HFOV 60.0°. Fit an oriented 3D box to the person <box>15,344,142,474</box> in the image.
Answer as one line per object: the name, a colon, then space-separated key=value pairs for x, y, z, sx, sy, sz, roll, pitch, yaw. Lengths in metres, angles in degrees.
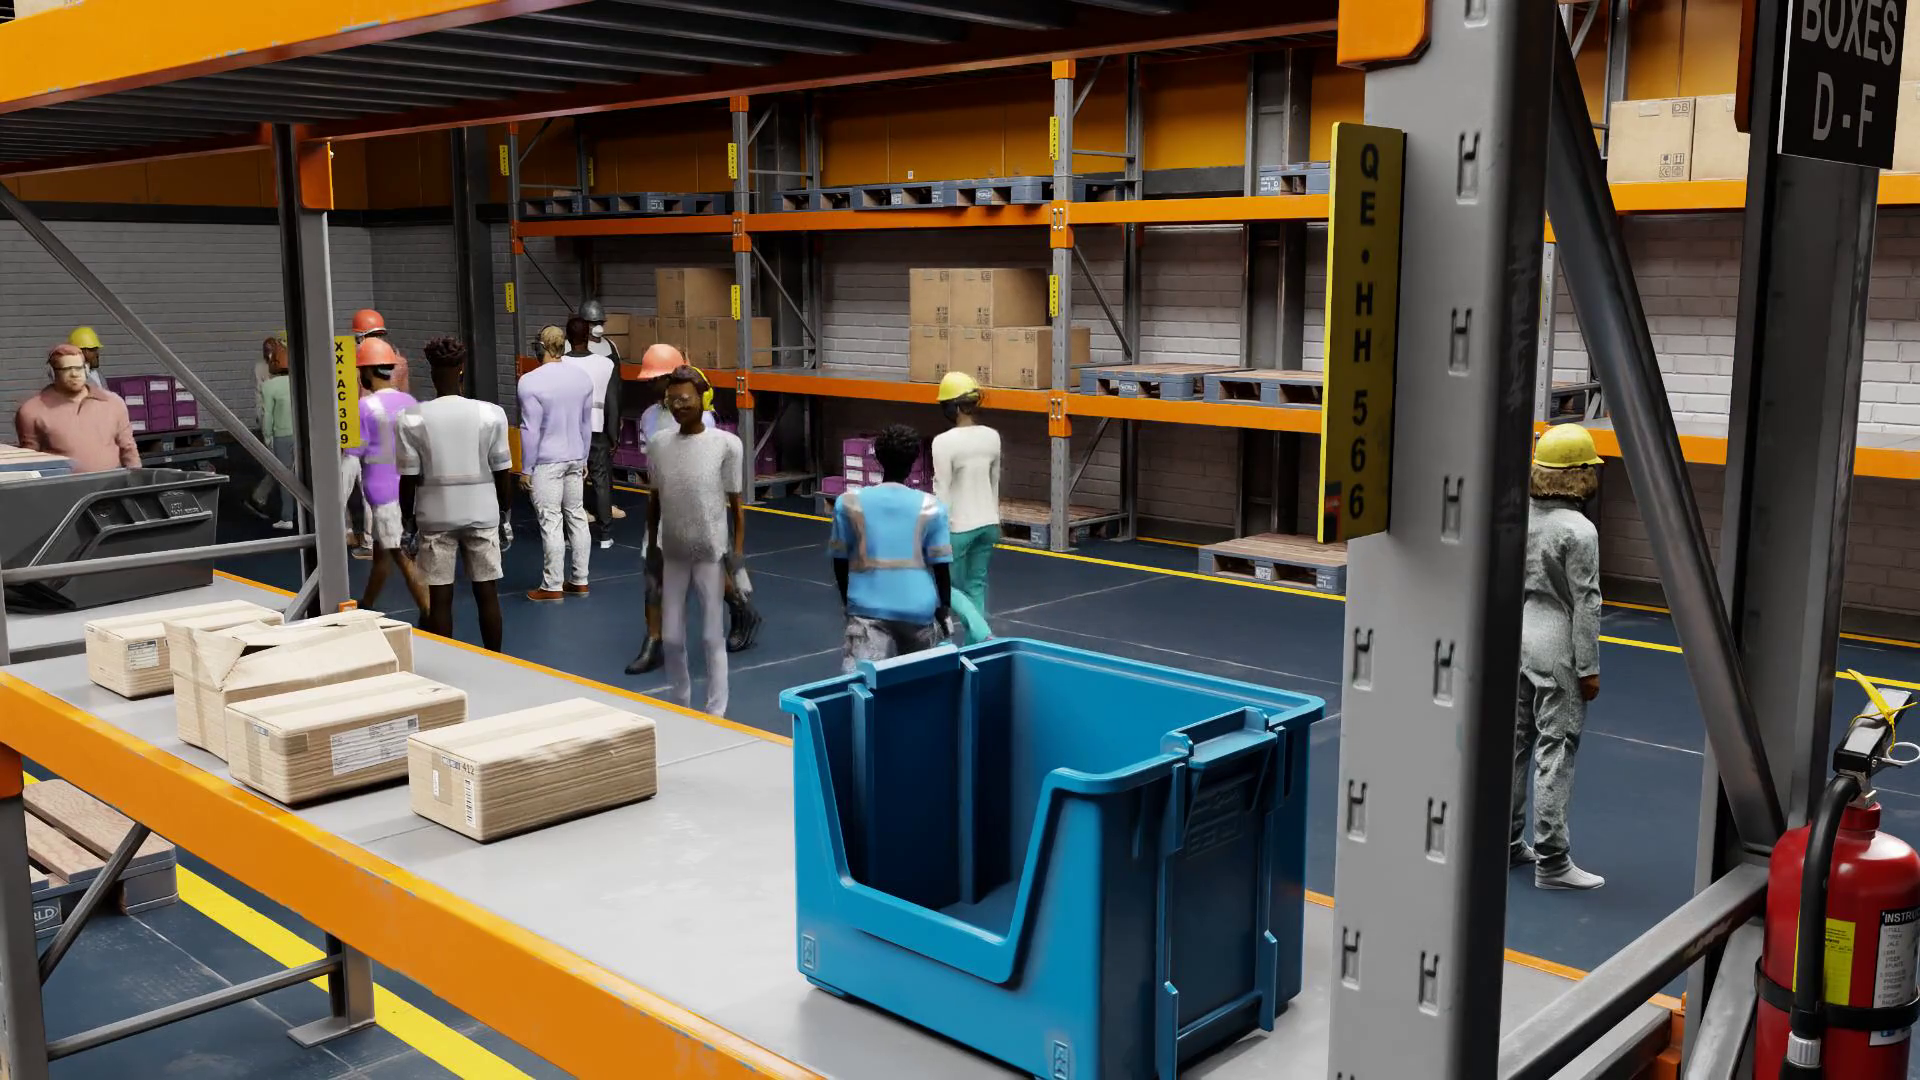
person: x=-5.410 y=-0.275 z=10.237 sx=0.946 sy=1.874 sz=0.640 roll=8 pitch=12 yaw=41

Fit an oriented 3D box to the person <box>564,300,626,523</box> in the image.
person: x=-3.328 y=-1.184 z=15.269 sx=0.537 sy=2.000 sz=0.689 roll=7 pitch=11 yaw=35

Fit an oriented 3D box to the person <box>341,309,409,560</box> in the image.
person: x=-4.665 y=-0.838 z=13.286 sx=0.375 sy=1.997 sz=0.612 roll=6 pitch=11 yaw=34

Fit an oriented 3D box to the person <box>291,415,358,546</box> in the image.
person: x=-5.348 y=-0.842 z=13.927 sx=0.430 sy=1.805 sz=0.763 roll=-6 pitch=11 yaw=-32

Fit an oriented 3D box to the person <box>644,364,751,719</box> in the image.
person: x=-1.268 y=0.093 z=7.983 sx=0.543 sy=1.876 sz=0.341 roll=2 pitch=9 yaw=13

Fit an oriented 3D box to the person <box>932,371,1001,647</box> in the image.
person: x=0.065 y=-0.069 z=9.337 sx=0.523 sy=1.746 sz=0.514 roll=-8 pitch=12 yaw=-41

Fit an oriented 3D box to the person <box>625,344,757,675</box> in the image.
person: x=-1.591 y=-0.208 z=9.742 sx=0.545 sy=1.904 sz=0.938 roll=5 pitch=11 yaw=30

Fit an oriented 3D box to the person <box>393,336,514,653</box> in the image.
person: x=-2.700 y=-0.107 z=8.919 sx=0.603 sy=1.959 sz=0.374 roll=-4 pitch=10 yaw=-22

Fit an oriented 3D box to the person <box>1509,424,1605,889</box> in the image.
person: x=2.237 y=0.433 z=6.267 sx=0.296 sy=1.745 sz=0.484 roll=-3 pitch=10 yaw=-20

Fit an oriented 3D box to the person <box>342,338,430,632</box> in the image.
person: x=-3.598 y=-0.292 z=10.257 sx=0.972 sy=1.883 sz=0.569 roll=3 pitch=10 yaw=18

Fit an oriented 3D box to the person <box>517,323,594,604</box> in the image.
person: x=-2.812 y=-0.527 z=11.554 sx=0.372 sy=1.940 sz=0.630 roll=6 pitch=11 yaw=32

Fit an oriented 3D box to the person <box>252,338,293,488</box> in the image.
person: x=-7.167 y=-1.336 z=17.572 sx=0.531 sy=1.571 sz=0.877 roll=-4 pitch=10 yaw=-21

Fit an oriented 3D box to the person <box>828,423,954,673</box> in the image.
person: x=-0.302 y=0.320 z=7.277 sx=0.552 sy=1.643 sz=0.808 roll=-1 pitch=9 yaw=-4

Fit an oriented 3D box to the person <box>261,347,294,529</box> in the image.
person: x=-5.994 y=-0.913 z=14.890 sx=0.288 sy=1.626 sz=0.497 roll=8 pitch=12 yaw=41

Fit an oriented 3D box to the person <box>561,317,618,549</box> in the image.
person: x=-3.116 y=-0.870 z=13.727 sx=0.590 sy=1.916 sz=0.386 roll=-3 pitch=10 yaw=-20

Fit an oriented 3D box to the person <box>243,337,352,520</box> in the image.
person: x=-6.163 y=-1.053 z=15.283 sx=0.912 sy=1.786 sz=0.597 roll=-3 pitch=10 yaw=-16

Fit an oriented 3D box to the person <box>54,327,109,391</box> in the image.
person: x=-7.332 y=-0.875 z=14.011 sx=0.403 sy=1.831 sz=0.597 roll=0 pitch=9 yaw=-1
